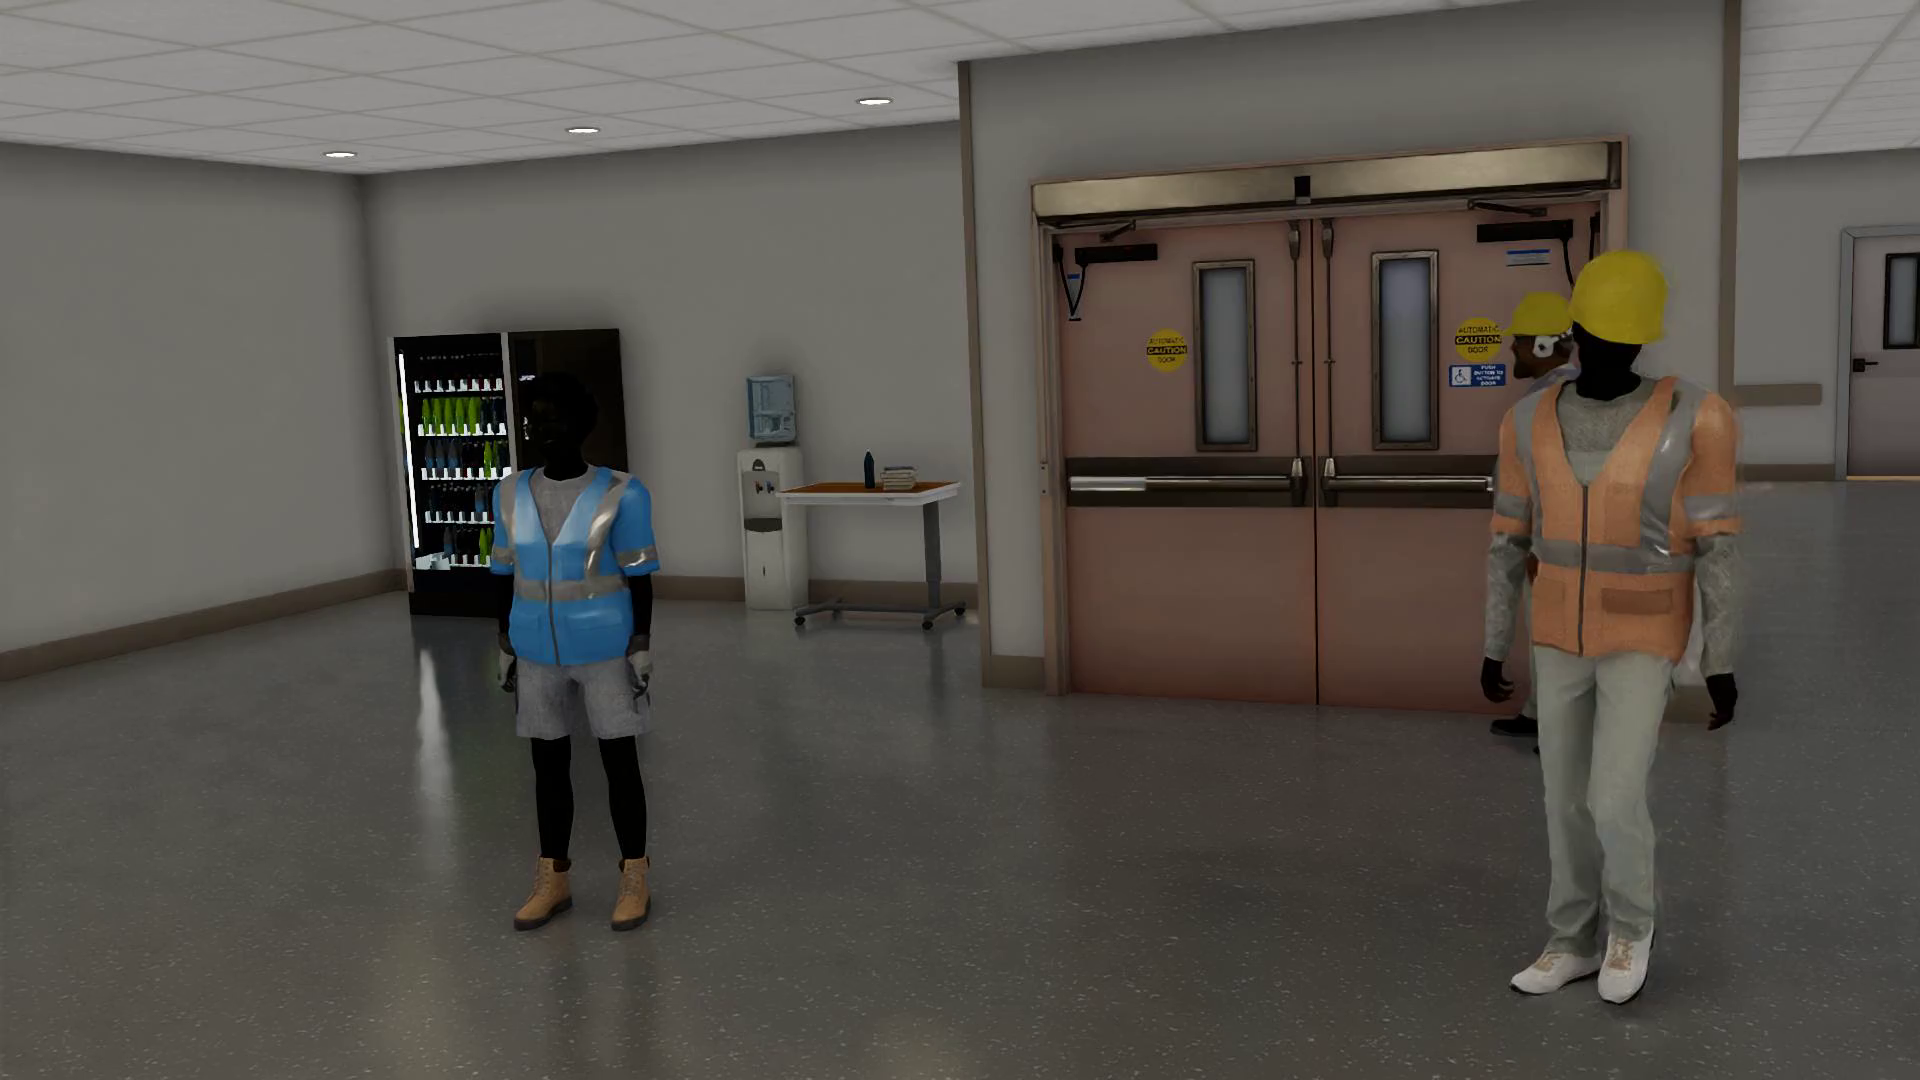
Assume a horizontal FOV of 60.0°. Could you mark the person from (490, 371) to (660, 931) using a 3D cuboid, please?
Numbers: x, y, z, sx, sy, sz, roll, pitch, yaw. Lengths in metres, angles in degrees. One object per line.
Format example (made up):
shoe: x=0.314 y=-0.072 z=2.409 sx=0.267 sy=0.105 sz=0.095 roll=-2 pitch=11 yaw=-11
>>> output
person: x=-1.166 y=0.339 z=5.047 sx=0.532 sy=1.697 sz=0.319 roll=-1 pitch=8 yaw=10

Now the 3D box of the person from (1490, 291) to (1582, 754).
person: x=2.313 y=-0.062 z=6.578 sx=0.403 sy=1.840 sz=0.595 roll=1 pitch=8 yaw=26

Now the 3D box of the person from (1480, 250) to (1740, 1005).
person: x=1.586 y=0.246 z=4.127 sx=0.437 sy=1.896 sz=0.648 roll=-9 pitch=10 yaw=-41
